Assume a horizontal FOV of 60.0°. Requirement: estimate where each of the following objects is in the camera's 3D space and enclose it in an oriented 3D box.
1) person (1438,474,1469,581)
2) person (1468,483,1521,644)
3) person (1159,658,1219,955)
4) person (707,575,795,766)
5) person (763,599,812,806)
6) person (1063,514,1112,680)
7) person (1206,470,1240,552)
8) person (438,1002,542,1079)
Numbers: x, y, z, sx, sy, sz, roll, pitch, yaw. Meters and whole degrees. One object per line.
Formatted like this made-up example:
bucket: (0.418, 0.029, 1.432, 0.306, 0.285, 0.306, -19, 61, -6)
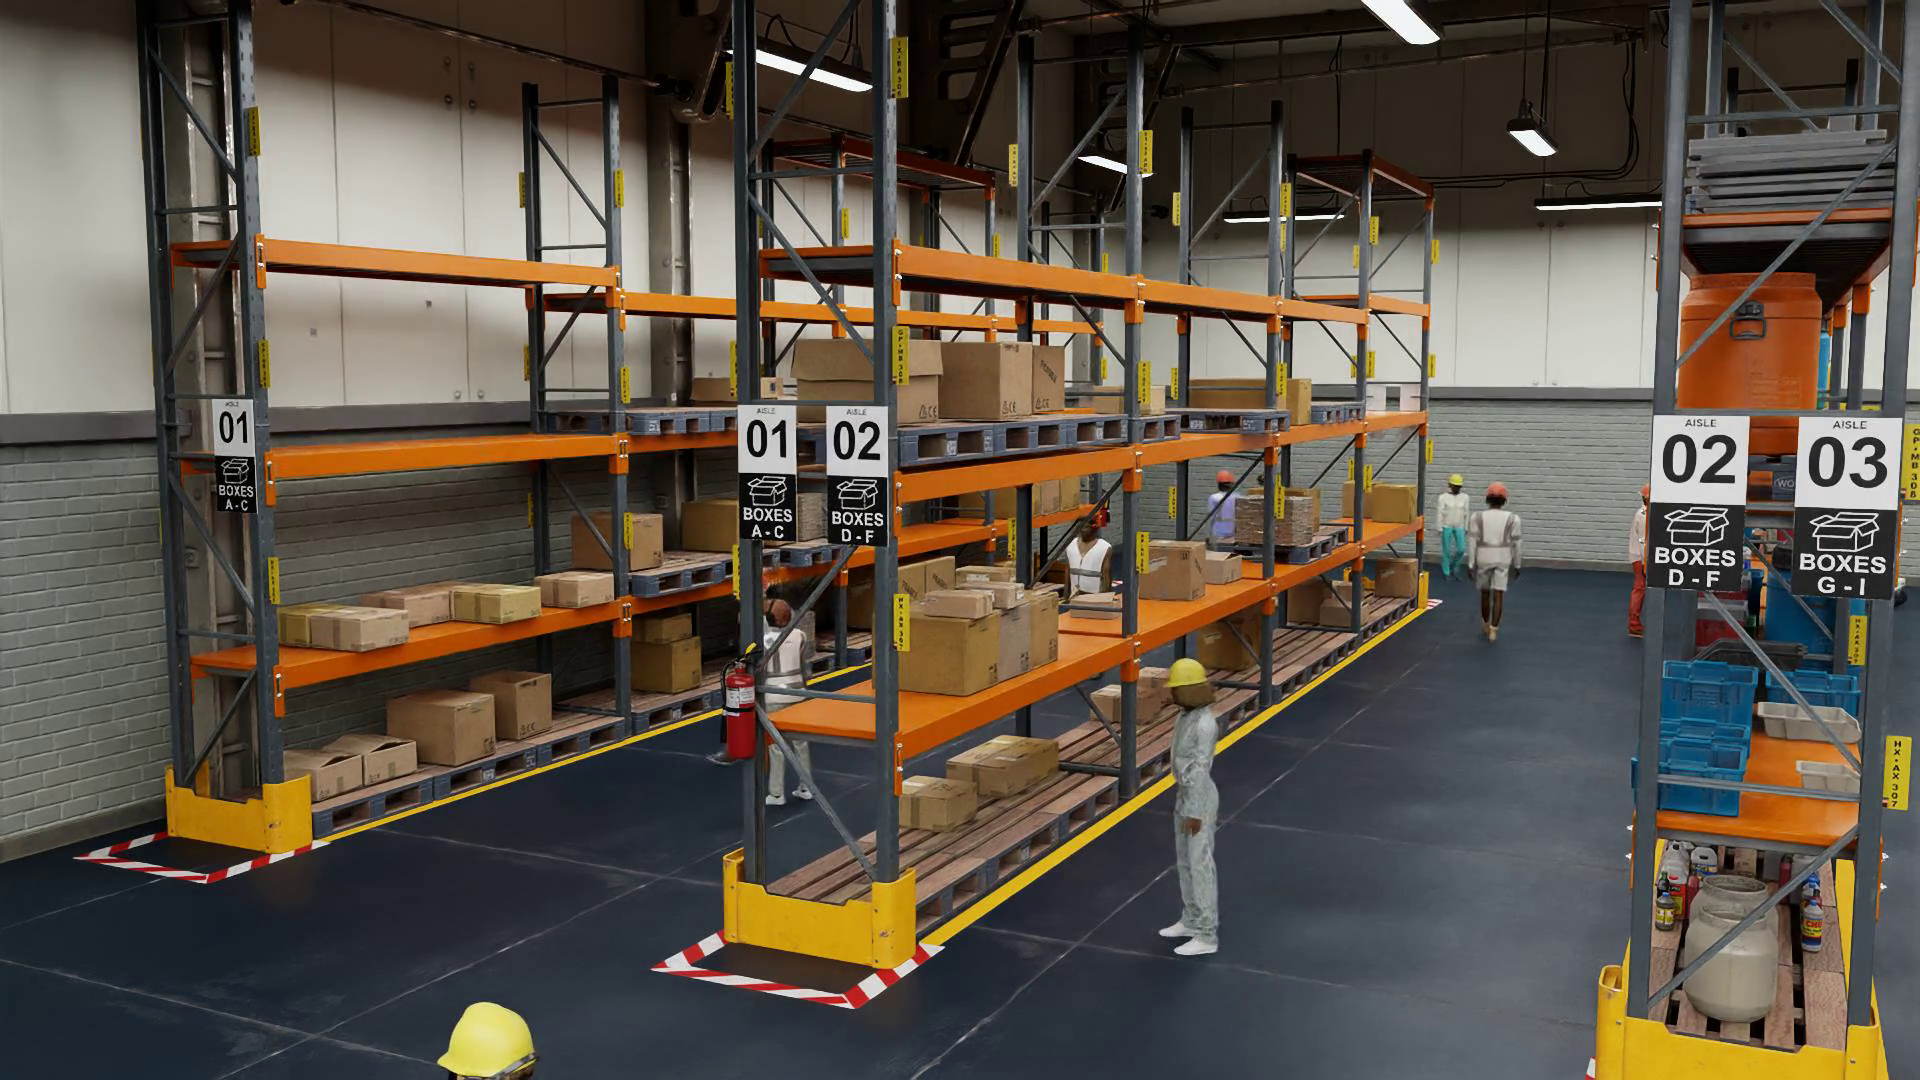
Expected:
person: (7.942, -0.194, 26.763, 0.545, 1.744, 0.514, 0, 6, -1)
person: (6.746, 0.282, 20.986, 0.632, 1.985, 1.047, 2, 6, 20)
person: (1.359, 1.557, 9.823, 0.315, 1.735, 0.505, -1, 6, -9)
person: (-1.753, 1.104, 14.391, 0.574, 1.696, 0.921, 5, 8, 40)
person: (-1.406, 1.274, 13.124, 0.526, 1.628, 0.326, -6, 8, -44)
person: (1.419, 0.619, 18.424, 0.570, 1.840, 0.373, 4, 7, 32)
person: (4.039, -0.109, 25.242, 0.552, 1.908, 0.920, -2, 6, -23)
person: (-1.223, 2.096, 4.432, 0.311, 1.769, 0.522, 2, 6, 17)
